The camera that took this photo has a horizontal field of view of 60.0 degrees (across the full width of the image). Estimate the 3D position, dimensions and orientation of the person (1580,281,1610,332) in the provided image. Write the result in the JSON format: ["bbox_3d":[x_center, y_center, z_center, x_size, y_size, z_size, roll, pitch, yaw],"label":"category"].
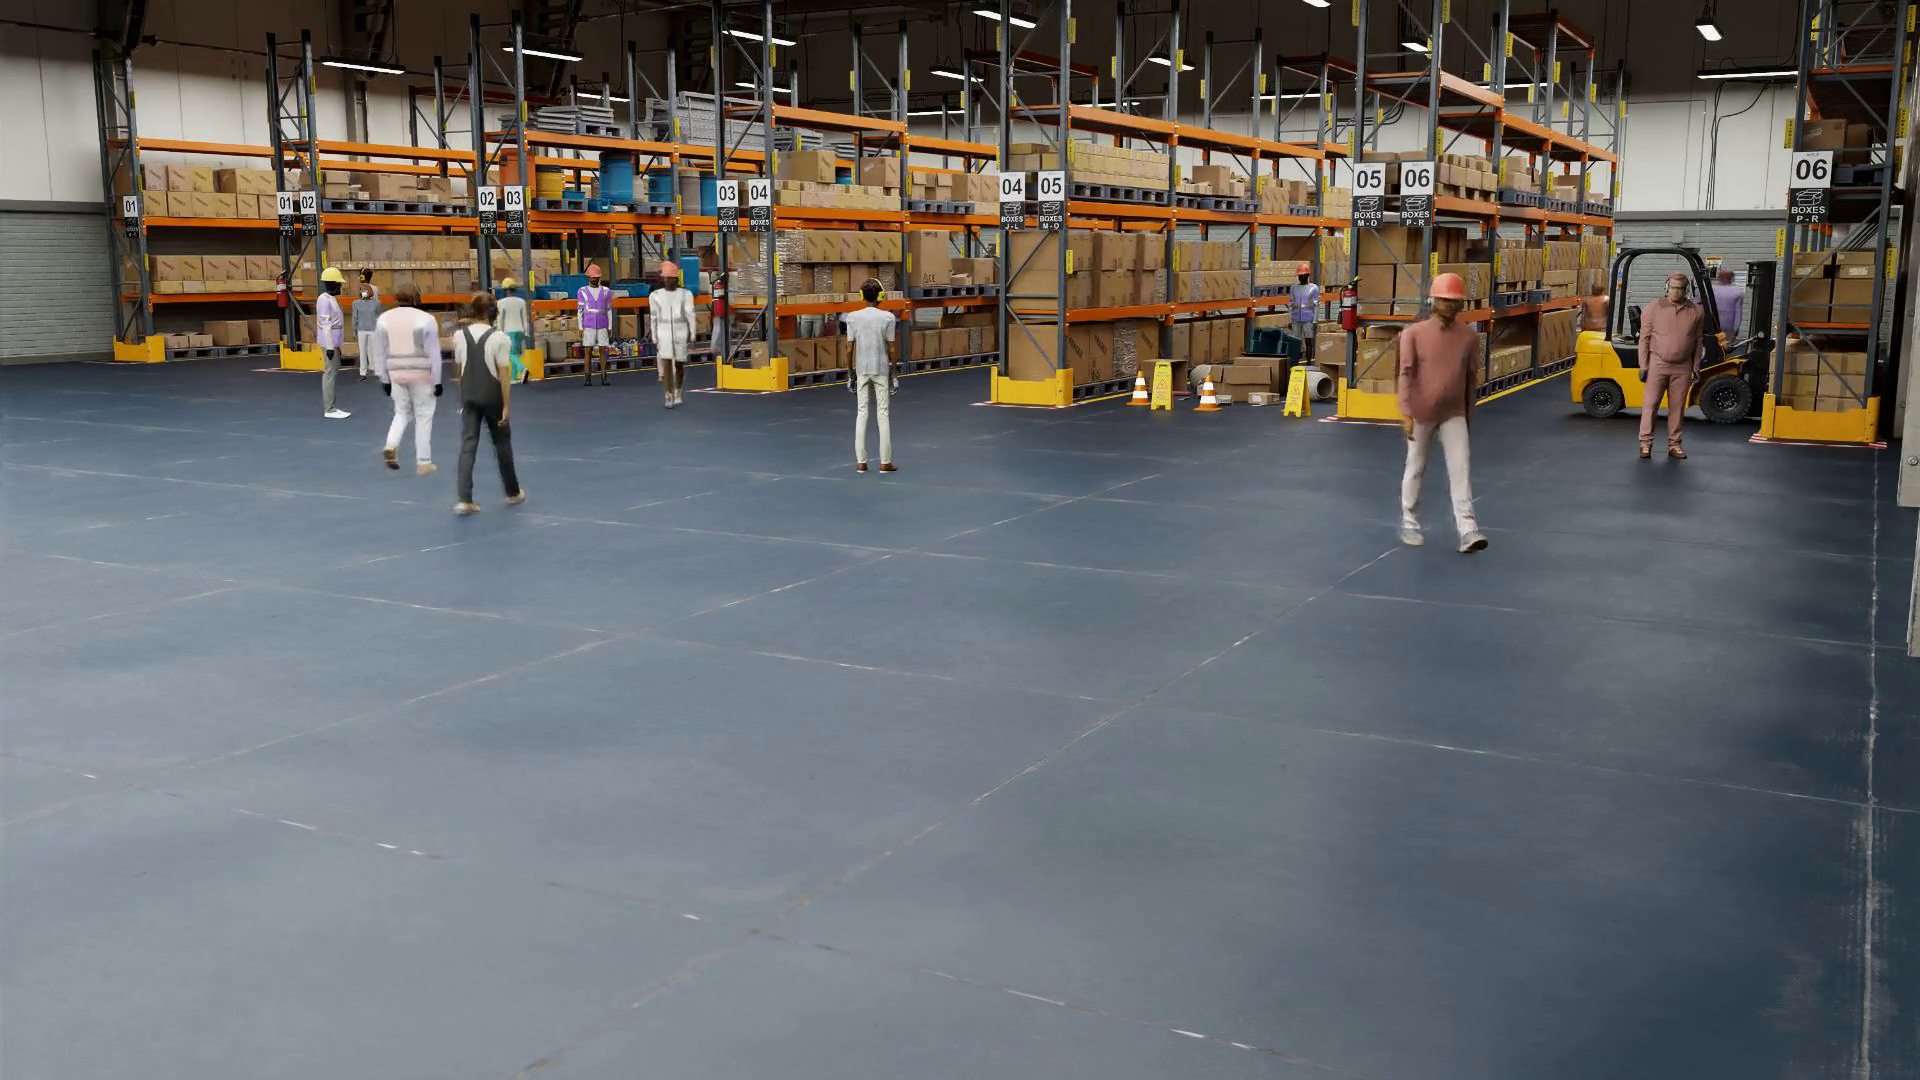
[{"bbox_3d":[11.265,-3.764,29.458,0.534,1.627,0.366,5,11,29],"label":"person"}]

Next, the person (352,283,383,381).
[{"bbox_3d":[-9.830,-3.449,27.625,0.509,1.632,0.268,-1,10,-7],"label":"person"}]

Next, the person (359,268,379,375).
[{"bbox_3d":[-10.328,-3.807,29.028,0.314,1.869,0.537,2,10,12],"label":"person"}]

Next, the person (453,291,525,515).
[{"bbox_3d":[-3.849,-1.115,13.494,0.510,1.799,0.970,1,10,6],"label":"person"}]

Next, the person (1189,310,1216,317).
[{"bbox_3d":[4.837,-4.404,33.183,0.519,1.645,0.307,2,10,10],"label":"person"}]

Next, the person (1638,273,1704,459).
[{"bbox_3d":[7.284,-1.777,17.056,0.636,1.903,0.405,1,10,6],"label":"person"}]

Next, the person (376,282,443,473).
[{"bbox_3d":[-5.218,-1.527,15.787,0.623,1.833,0.547,2,10,11],"label":"person"}]

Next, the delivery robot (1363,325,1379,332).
[{"bbox_3d":[9.372,-4.630,37.415,0.707,0.478,0.477,-2,10,-11],"label":"delivery robot"}]

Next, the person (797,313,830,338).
[{"bbox_3d":[-2.604,-3.918,29.523,0.623,1.932,0.369,0,10,1],"label":"person"}]

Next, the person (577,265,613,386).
[{"bbox_3d":[-5.829,-3.428,26.619,0.552,1.933,0.374,-3,10,-19],"label":"person"}]

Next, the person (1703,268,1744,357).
[{"bbox_3d":[12.670,-3.582,27.685,0.646,1.878,0.802,7,12,37],"label":"person"}]

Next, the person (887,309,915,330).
[{"bbox_3d":[-1.191,-4.298,32.302,0.701,1.742,0.477,4,10,20],"label":"person"}]

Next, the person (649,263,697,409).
[{"bbox_3d":[-3.947,-2.821,22.929,0.627,1.995,1.068,-2,10,-9],"label":"person"}]

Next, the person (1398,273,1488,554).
[{"bbox_3d":[3.378,-0.875,11.633,0.626,1.945,1.008,-1,10,-6],"label":"person"}]

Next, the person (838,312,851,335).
[{"bbox_3d":[-2.369,-4.908,35.236,0.644,1.943,0.688,5,11,28],"label":"person"}]

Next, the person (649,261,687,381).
[{"bbox_3d":[-4.833,-3.620,27.563,0.608,1.996,0.382,3,10,16],"label":"person"}]

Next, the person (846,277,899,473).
[{"bbox_3d":[-0.835,-1.573,15.951,0.516,1.872,0.327,2,10,10],"label":"person"}]

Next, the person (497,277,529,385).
[{"bbox_3d":[-7.113,-3.324,26.603,0.728,1.742,0.529,8,12,38],"label":"person"}]

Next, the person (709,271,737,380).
[{"bbox_3d":[-3.984,-3.583,27.789,0.551,1.847,0.574,2,10,13],"label":"person"}]

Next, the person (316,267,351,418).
[{"bbox_3d":[-8.046,-2.526,21.359,0.388,1.926,0.590,-2,10,-12],"label":"person"}]

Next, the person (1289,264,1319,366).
[{"bbox_3d":[6.033,-3.880,29.258,0.547,1.938,0.378,6,12,32],"label":"person"}]
